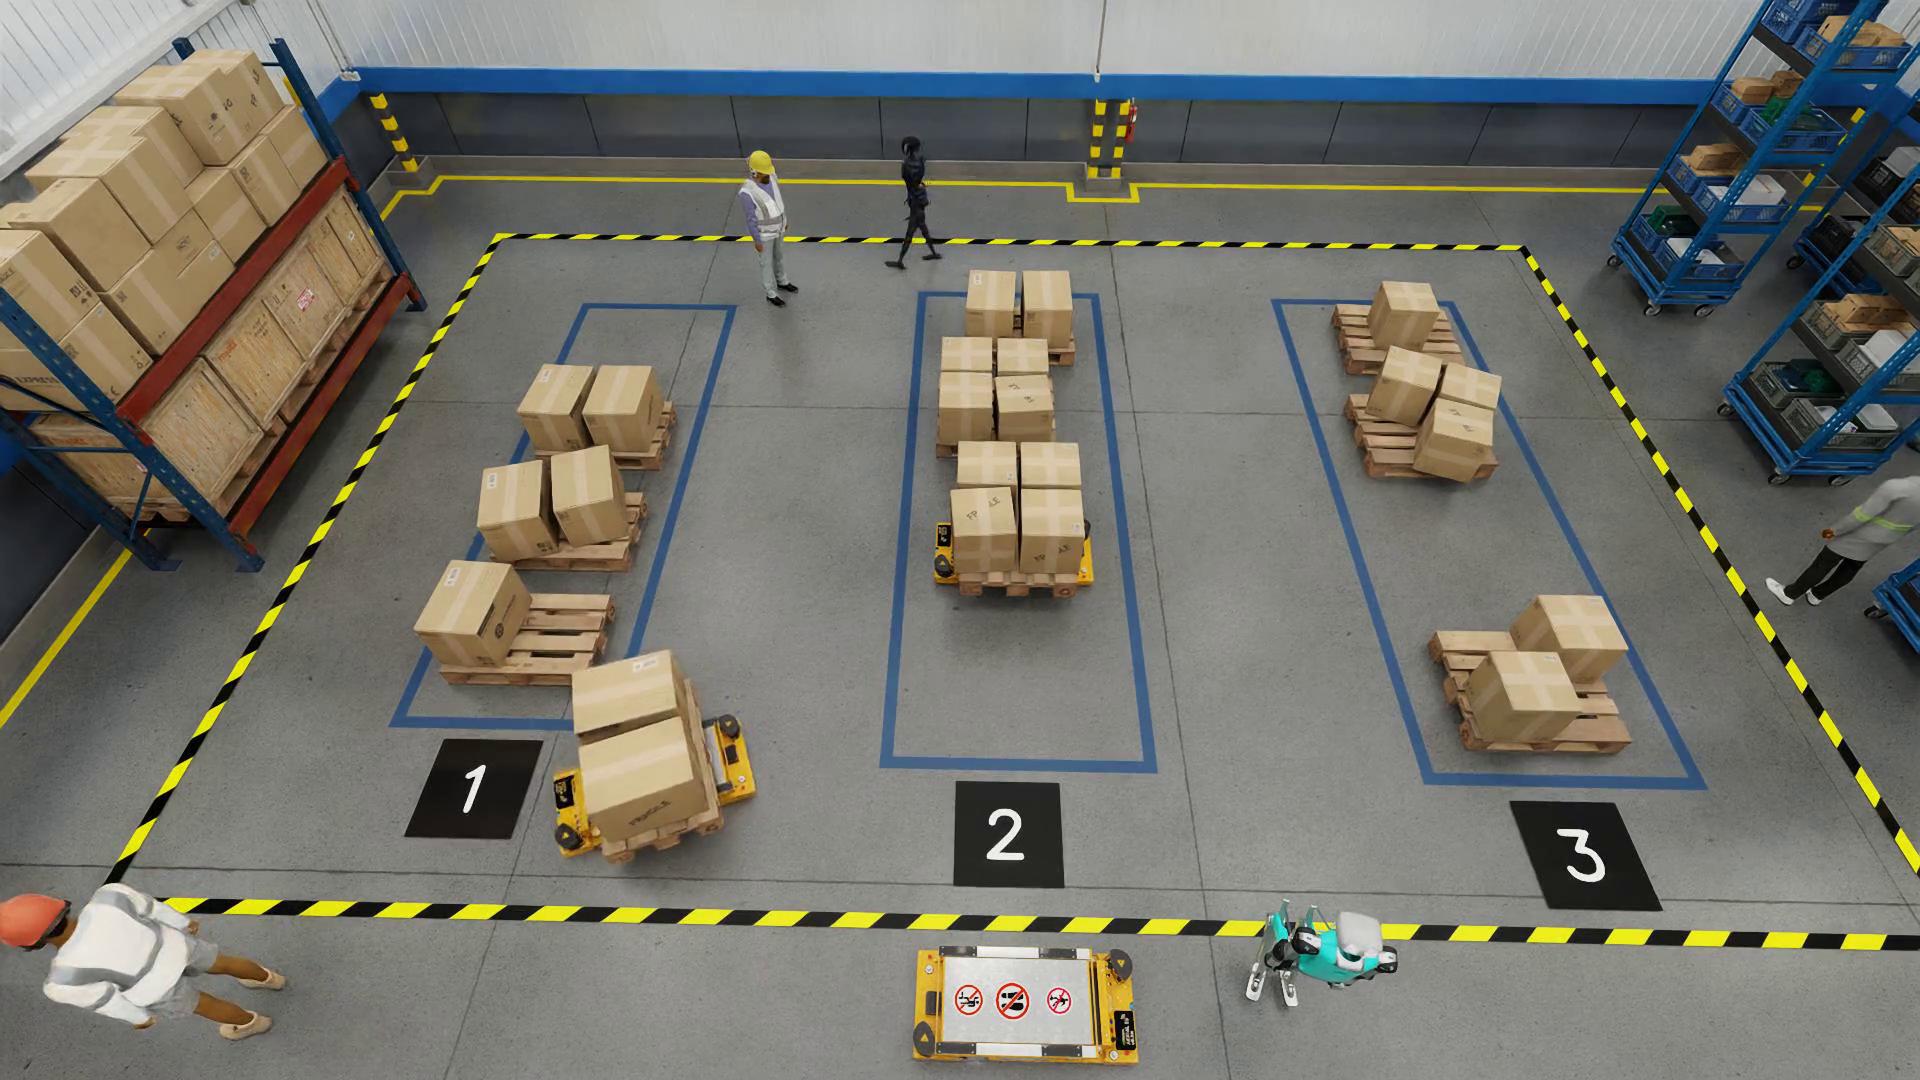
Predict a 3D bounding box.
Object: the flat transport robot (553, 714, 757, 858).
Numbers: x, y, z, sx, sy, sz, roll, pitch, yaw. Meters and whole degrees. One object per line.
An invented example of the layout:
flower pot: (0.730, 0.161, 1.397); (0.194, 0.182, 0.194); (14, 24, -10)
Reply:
flat transport robot: (-2.335, 1.839, 6.969); (1.431, 0.197, 0.652); (-16, 53, -13)

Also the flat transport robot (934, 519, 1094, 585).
flat transport robot: (0.490, 0.087, 8.397); (1.431, 0.197, 0.652); (1, 51, 1)

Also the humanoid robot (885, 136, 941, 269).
humanoid robot: (-0.581, -3.985, 10.844); (0.754, 1.625, 0.587); (-6, 51, -5)

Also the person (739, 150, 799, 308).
person: (-2.147, -3.514, 10.347); (0.403, 1.823, 0.586); (20, 54, 16)

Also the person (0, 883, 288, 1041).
person: (-4.702, 2.483, 5.319); (0.389, 2.040, 0.613); (-2, 51, -2)

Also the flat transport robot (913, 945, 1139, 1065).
flat transport robot: (0.422, 3.041, 6.007); (1.431, 0.231, 0.659); (1, 51, 1)

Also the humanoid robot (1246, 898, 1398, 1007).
humanoid robot: (2.115, 2.377, 5.511); (0.533, 1.681, 0.735); (10, 52, 8)

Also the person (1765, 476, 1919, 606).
person: (7.484, -0.089, 7.536); (0.589, 1.852, 0.366); (3, 51, 2)

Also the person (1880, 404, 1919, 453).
person: (9.648, -1.632, 8.865); (0.551, 1.726, 0.842); (3, 51, 3)
